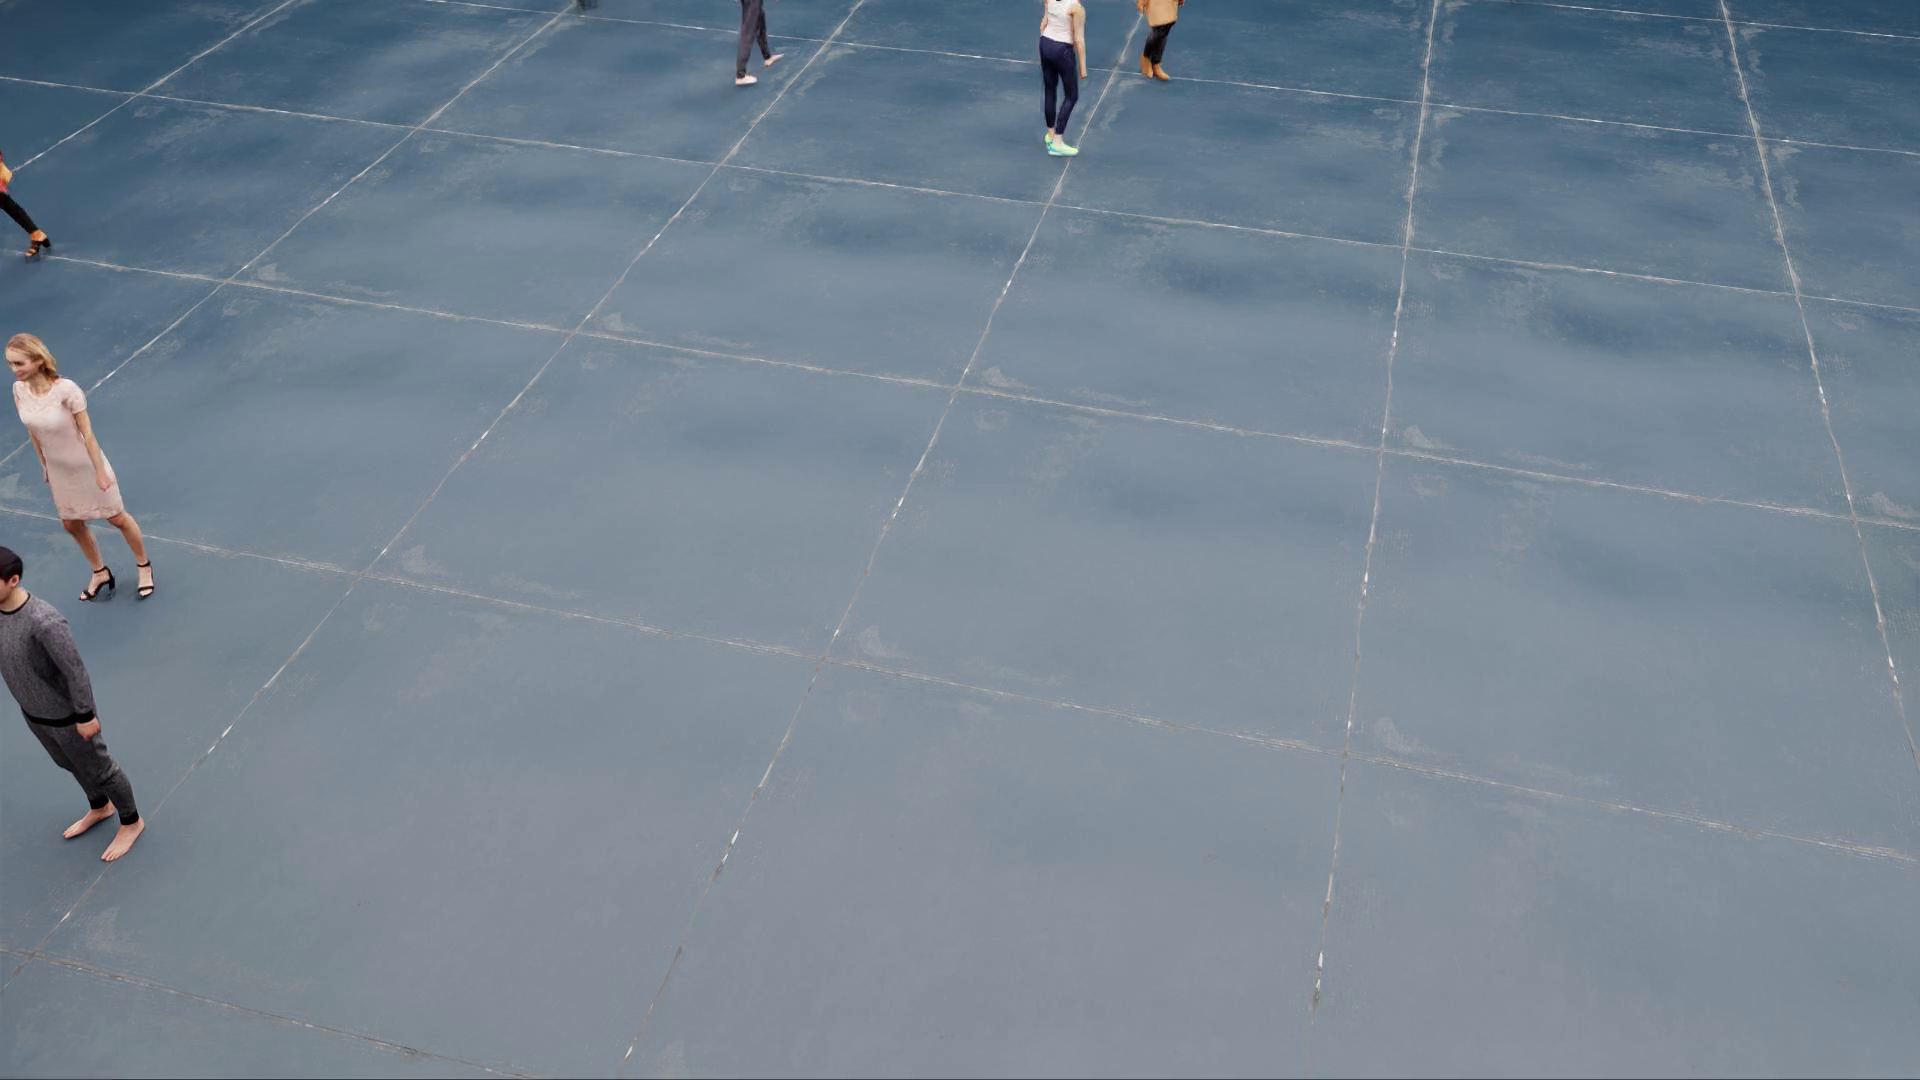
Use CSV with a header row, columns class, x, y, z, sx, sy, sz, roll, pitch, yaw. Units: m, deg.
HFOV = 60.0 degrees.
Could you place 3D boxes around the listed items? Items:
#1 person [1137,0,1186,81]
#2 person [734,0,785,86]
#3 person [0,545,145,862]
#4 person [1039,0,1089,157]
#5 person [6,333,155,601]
class,x,y,z,sx,sy,sz,roll,pitch,yaw
person,1.877,-5.254,15.882,0.833,1.714,0.899,-25,44,-28
person,-2.054,-5.151,15.731,0.886,1.736,1.069,30,47,33
person,-4.383,0.779,8.066,0.750,1.841,0.662,21,43,25
person,0.849,-4.233,14.604,0.804,1.681,0.801,16,41,20
person,-5.071,-0.427,9.622,0.608,1.825,0.565,1,38,1
